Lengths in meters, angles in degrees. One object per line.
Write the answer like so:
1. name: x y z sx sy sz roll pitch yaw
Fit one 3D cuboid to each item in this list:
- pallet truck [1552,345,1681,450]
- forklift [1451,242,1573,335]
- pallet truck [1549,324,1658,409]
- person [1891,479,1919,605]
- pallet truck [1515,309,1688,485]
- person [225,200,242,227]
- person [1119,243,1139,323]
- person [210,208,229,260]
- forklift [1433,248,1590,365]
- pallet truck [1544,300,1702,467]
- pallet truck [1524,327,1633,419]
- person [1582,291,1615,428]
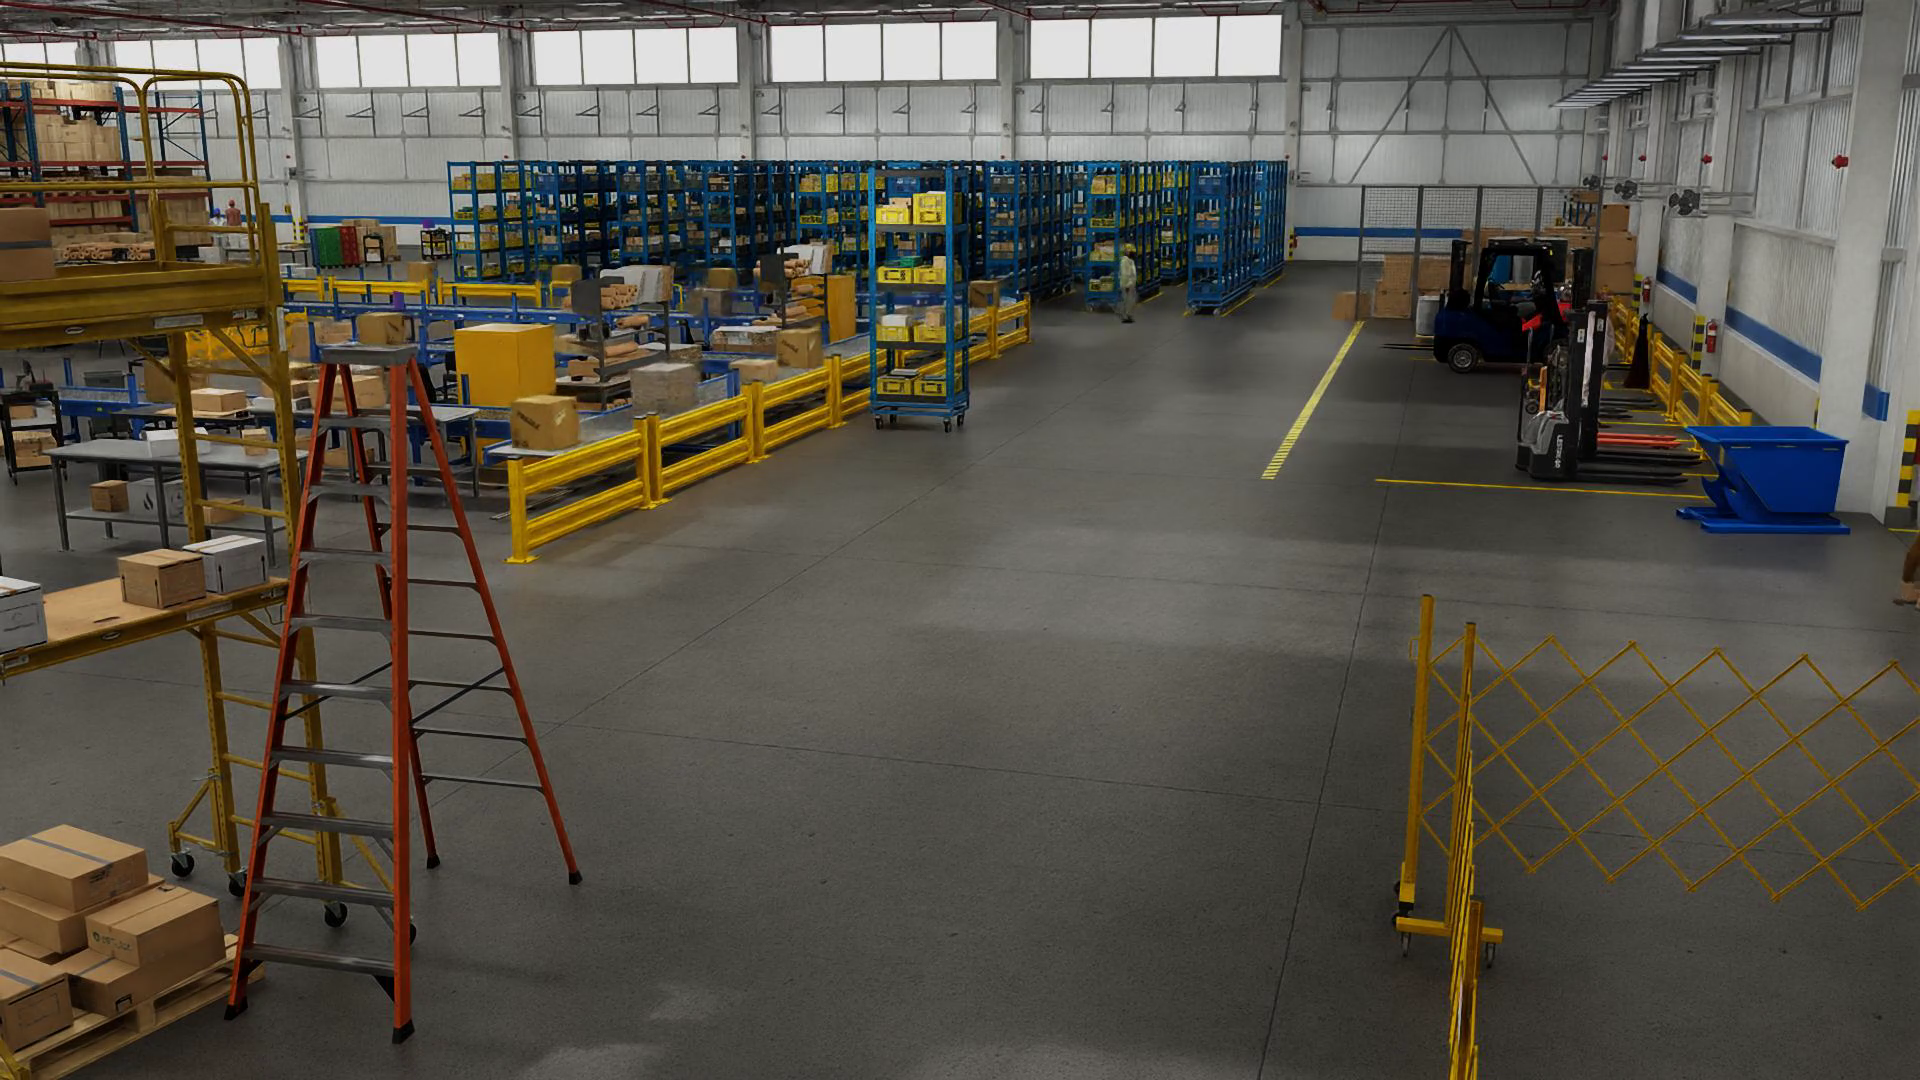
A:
1. pallet truck: 8.641 -1.896 21.908 1.630 1.274 0.653 4 14 16
2. forklift: 10.464 -4.597 31.405 2.680 1.987 1.157 4 14 16
3. pallet truck: 9.824 -2.669 25.407 1.601 1.201 0.680 4 14 16
4. person: 8.171 -0.394 13.847 0.519 2.039 0.631 2 13 6
5. pallet truck: 7.554 -1.677 19.446 1.885 1.965 0.823 3 13 14
6. person: -29.357 -12.742 67.243 0.608 1.995 0.377 -6 14 -24
7. person: 3.839 -5.815 37.715 0.447 1.814 0.615 5 14 19
8. person: -26.012 -10.682 58.448 0.605 1.948 0.405 -5 14 -21
9. forklift: 9.780 -4.111 29.280 2.680 1.987 1.157 3 13 14
10. pallet truck: 8.263 -1.952 20.631 1.885 1.965 0.823 5 14 20
11. pallet truck: 9.065 -2.460 24.370 1.522 1.261 0.704 3 13 14
12. person: 8.961 -2.534 23.342 0.400 1.910 0.643 1 13 3
